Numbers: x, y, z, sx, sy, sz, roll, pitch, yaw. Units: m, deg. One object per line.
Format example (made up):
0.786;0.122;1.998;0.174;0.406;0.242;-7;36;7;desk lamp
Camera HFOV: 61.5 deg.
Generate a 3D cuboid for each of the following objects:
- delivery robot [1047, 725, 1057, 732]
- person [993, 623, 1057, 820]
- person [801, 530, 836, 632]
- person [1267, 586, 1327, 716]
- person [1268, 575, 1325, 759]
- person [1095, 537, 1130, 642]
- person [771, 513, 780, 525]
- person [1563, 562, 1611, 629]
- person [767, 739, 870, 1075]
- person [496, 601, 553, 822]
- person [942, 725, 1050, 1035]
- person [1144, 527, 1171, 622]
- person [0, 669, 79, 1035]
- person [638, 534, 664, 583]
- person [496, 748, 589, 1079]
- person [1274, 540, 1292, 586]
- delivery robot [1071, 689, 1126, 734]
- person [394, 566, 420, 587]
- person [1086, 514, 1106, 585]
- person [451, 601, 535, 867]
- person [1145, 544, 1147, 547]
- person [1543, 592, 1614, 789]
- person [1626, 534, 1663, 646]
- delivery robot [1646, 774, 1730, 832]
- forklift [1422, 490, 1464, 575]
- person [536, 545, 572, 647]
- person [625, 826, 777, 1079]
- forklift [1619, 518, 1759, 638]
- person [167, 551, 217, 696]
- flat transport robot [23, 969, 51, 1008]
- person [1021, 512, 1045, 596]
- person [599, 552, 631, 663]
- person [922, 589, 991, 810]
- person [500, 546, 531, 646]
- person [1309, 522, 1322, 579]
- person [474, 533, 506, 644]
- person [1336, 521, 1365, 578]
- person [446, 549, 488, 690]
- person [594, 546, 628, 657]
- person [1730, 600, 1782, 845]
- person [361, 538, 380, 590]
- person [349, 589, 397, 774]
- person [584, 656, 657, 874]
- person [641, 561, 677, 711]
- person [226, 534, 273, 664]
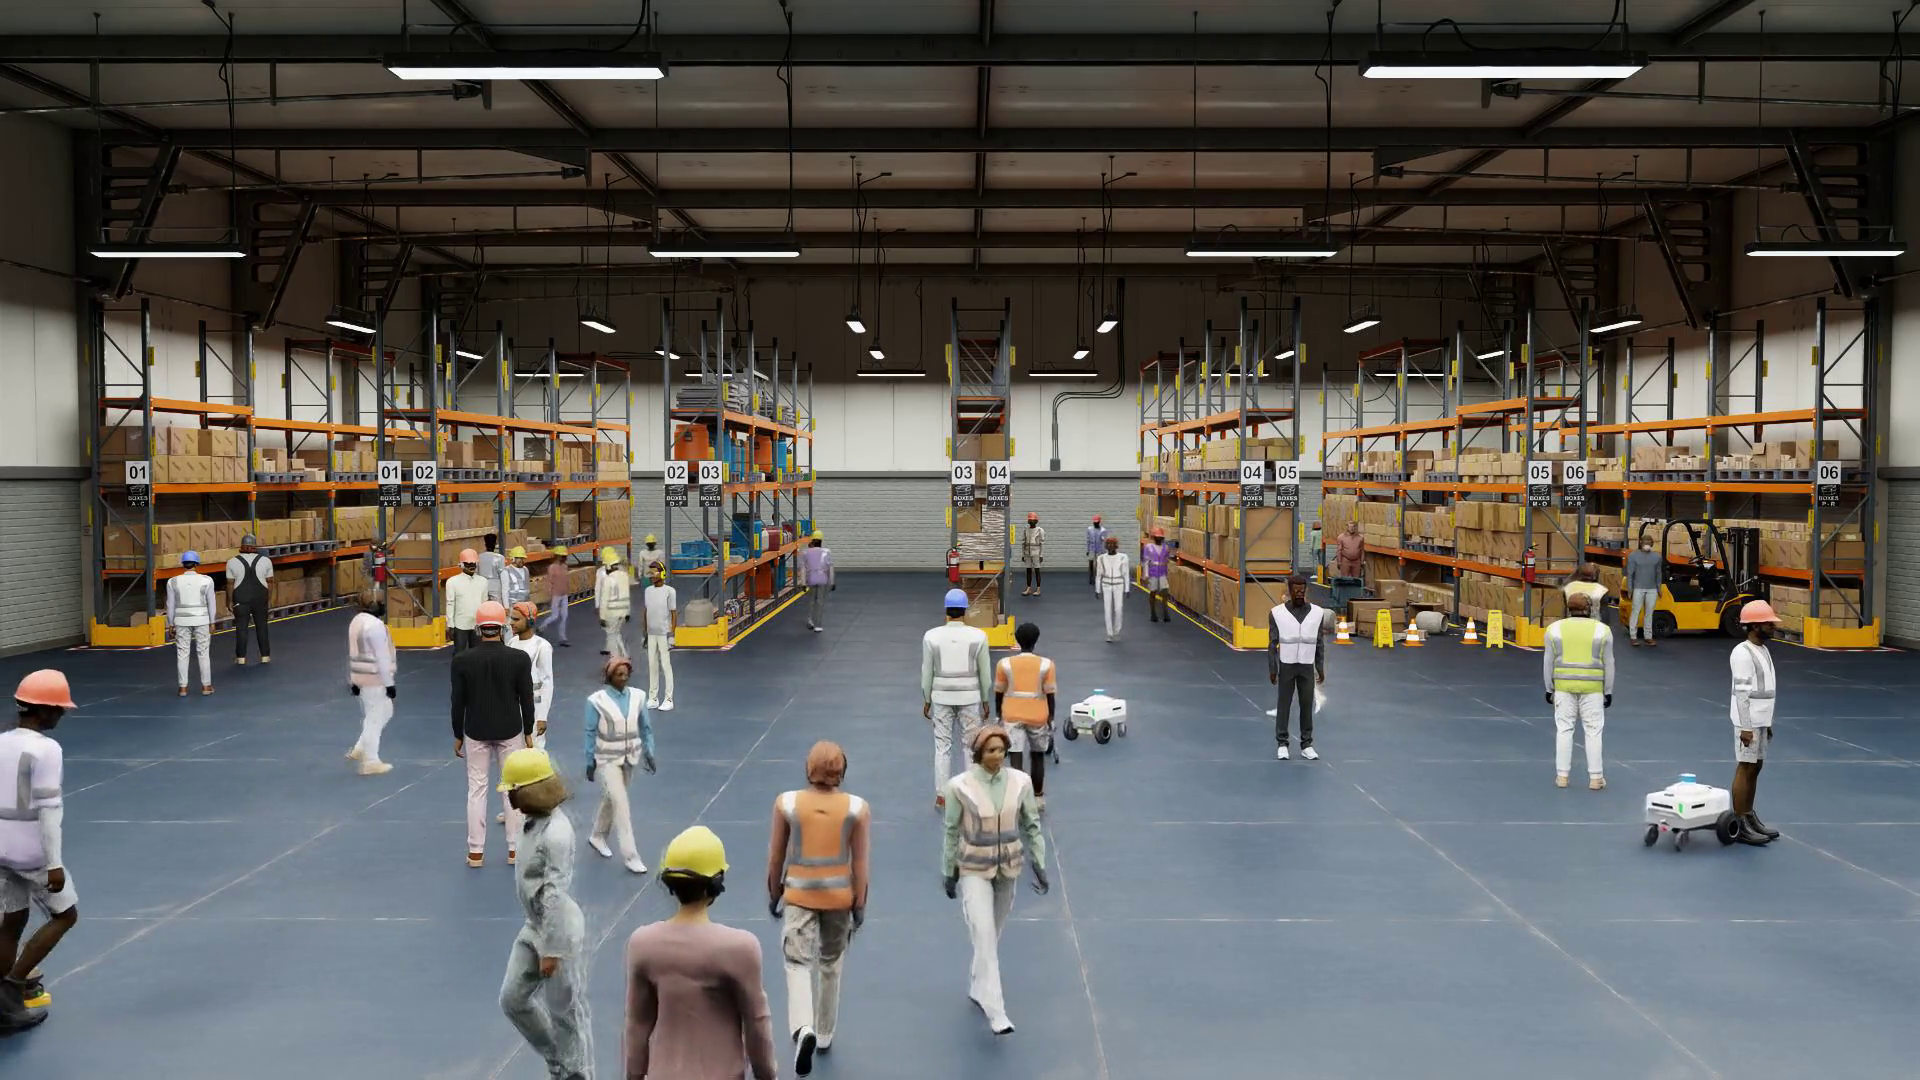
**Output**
0.786;1.834;16.795;0.335;0.223;0.698;-1;2;-16;delivery robot
0.563;1.549;13.973;0.555;1.652;0.778;0;2;4;person
-2.662;0.776;30.509;0.597;1.907;0.586;1;2;15;person
4.090;1.355;19.631;0.664;1.609;0.504;2;3;38;person
3.502;1.318;16.855;0.589;1.913;0.377;0;2;-6;person
2.674;0.879;28.464;0.600;1.858;0.581;1;2;13;person
-5.412;0.140;47.131;0.314;1.861;0.511;0;2;-3;person
8.131;1.198;20.969;0.592;1.824;0.640;-2;3;-44;person
-0.699;1.812;8.050;0.518;1.609;0.706;0;2;-9;person
-3.664;1.459;13.629;0.574;1.883;0.355;2;3;40;person
0.202;1.794;8.613;0.532;1.595;0.840;-1;2;-23;person
3.978;0.708;32.322;0.556;1.899;0.915;0;2;-5;person
-4.924;1.645;8.559;0.657;1.912;0.447;1;3;28;person
-6.395;0.739;33.557;0.530;1.744;0.727;0;2;3;person
-1.881;1.792;7.330;0.441;1.715;0.544;-1;3;-31;person
7.481;0.484;37.650;0.593;1.923;0.382;1;2;13;person
1.548;1.913;18.026;0.477;0.478;0.707;2;3;38;delivery robot
-11.188;0.806;32.762;0.545;1.674;0.795;0;2;-6;person
3.654;0.260;43.388;0.538;1.910;0.575;0;2;11;person
-3.537;1.457;12.243;0.612;1.997;0.375;-1;2;-13;person
5.321;0.210;44.740;0.432;1.906;0.633;0;2;7;person
5.853;1.415;15.273;0.625;1.840;0.430;1;3;27;person
11.847;0.863;27.943;0.632;1.936;0.359;0;2;-3;person
5.823;2.116;12.914;0.707;0.478;0.477;-1;3;-33;delivery robot
13.926;-0.371;47.846;1.873;2.768;1.129;0;2;0;forklift
-6.989;0.958;27.893;0.581;1.745;0.538;1;3;25;person
-0.928;1.855;5.523;0.523;1.727;0.863;1;3;25;person
13.417;0.684;29.791;2.313;2.155;1.214;0;2;0;forklift
-10.299;1.113;21.655;0.602;1.938;0.403;-1;2;-21;person
-5.752;2.456;9.039;1.431;0.197;0.652;2;3;38;flat transport robot
1.772;0.348;39.545;0.615;2.047;0.359;1;3;33;person
-5.138;1.079;23.948;0.423;1.817;0.626;1;2;24;person
-0.029;1.403;14.258;0.615;1.943;0.409;0;2;3;person
-7.003;1.011;25.552;0.403;1.827;0.599;1;2;24;person
10.215;0.287;46.211;0.502;1.631;0.285;-1;2;-23;person
-8.020;0.861;27.628;0.613;1.965;0.361;1;2;13;person
8.990;0.514;37.117;0.654;1.906;0.408;0;2;-2;person
-6.402;1.109;21.034;0.377;1.995;0.608;2;3;42;person
-5.598;1.002;26.078;0.729;1.810;0.604;2;3;39;person
6.416;1.454;13.020;0.348;1.943;0.543;2;3;42;person
-12.634;0.751;34.927;0.498;1.597;0.812;0;2;2;person
-5.775;1.393;15.953;0.452;1.825;0.638;-2;3;-35;person
-2.603;1.663;12.235;0.521;1.590;0.901;-2;3;-44;person
-3.799;1.200;20.301;0.532;1.871;0.321;1;3;29;person
-11.157;0.936;25.354;0.675;2.000;0.537;-1;3;-28;person
